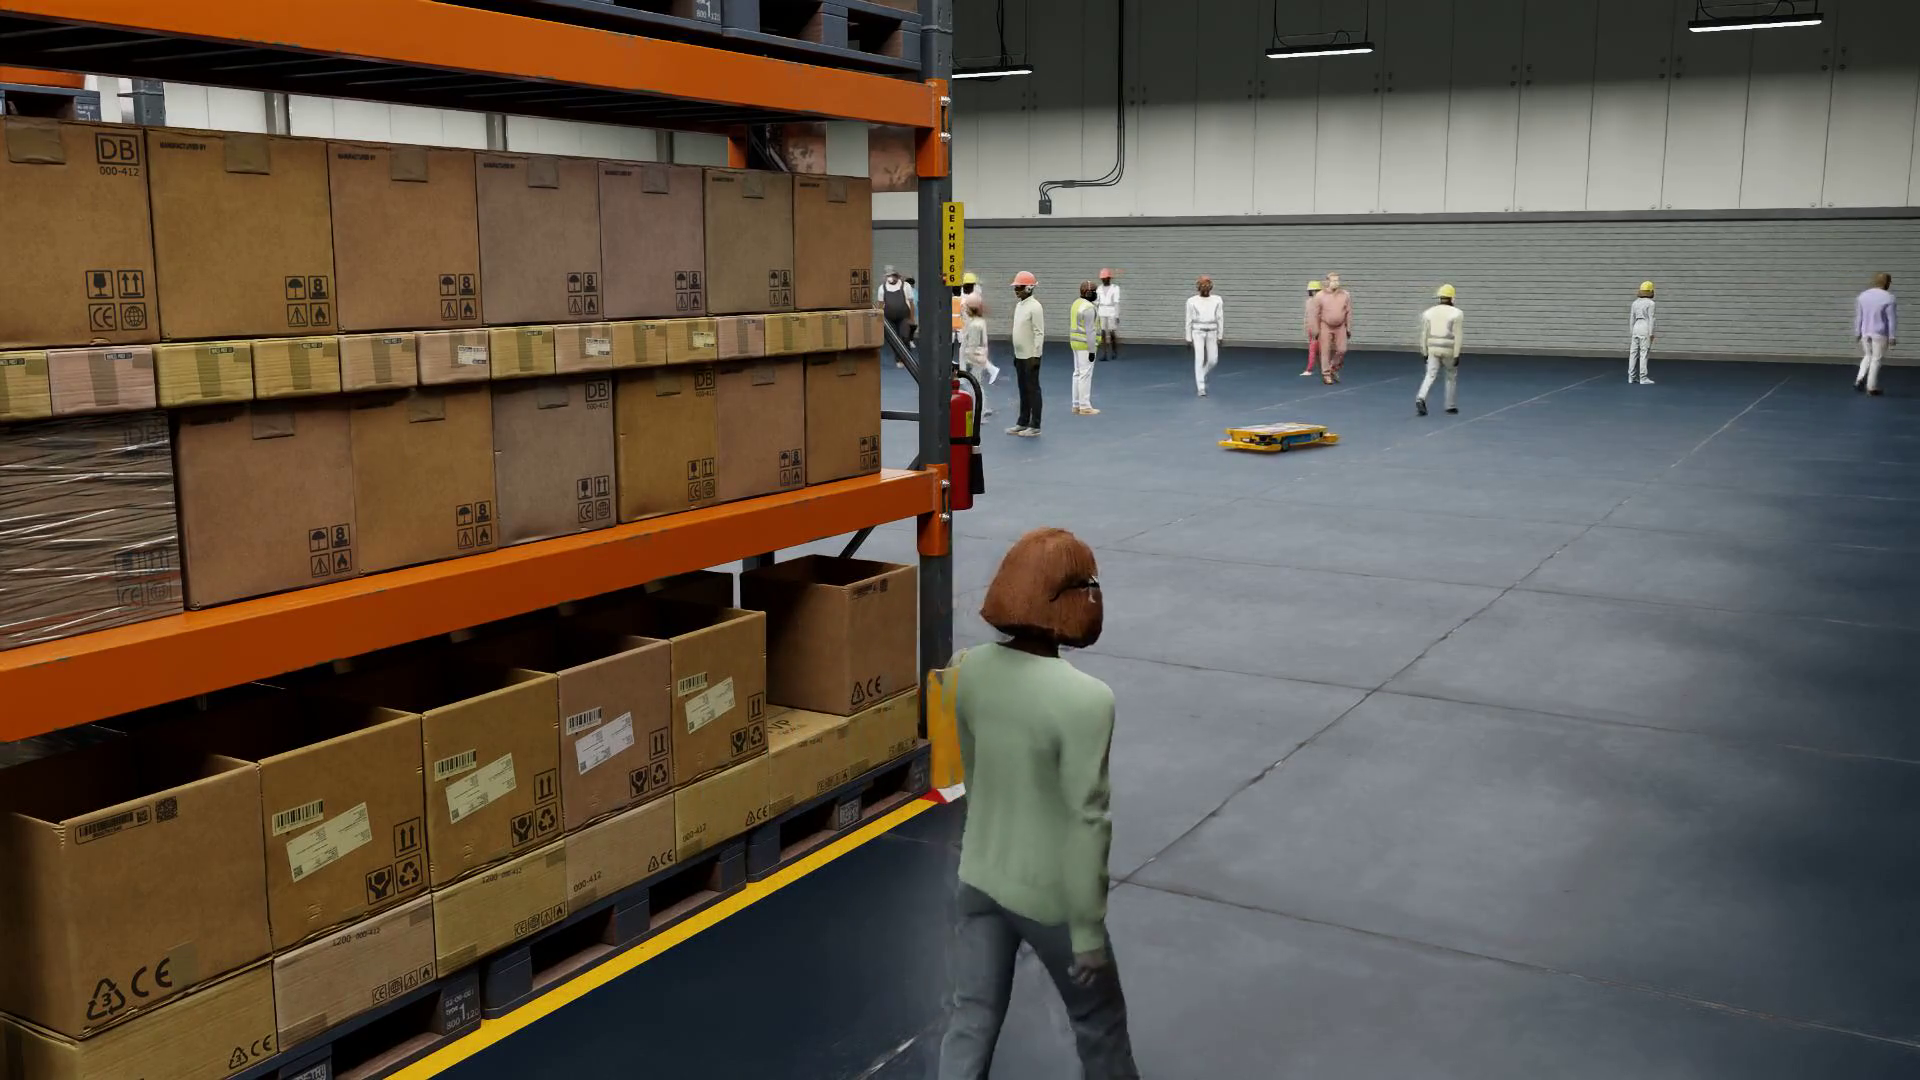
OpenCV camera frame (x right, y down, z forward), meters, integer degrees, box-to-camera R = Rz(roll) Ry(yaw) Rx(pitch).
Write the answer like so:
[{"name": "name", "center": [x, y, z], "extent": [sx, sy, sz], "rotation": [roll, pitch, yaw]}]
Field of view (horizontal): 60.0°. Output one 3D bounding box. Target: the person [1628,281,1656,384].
[{"name": "person", "center": [11.709, -3.551, 28.499], "extent": [0.311, 1.744, 0.486], "rotation": [-4, 11, -24]}]

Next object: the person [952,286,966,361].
[{"name": "person", "center": [-0.062, -3.950, 30.969], "extent": [0.532, 1.697, 0.322], "rotation": [3, 10, 18]}]

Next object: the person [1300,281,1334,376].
[{"name": "person", "center": [6.554, -3.867, 30.392], "extent": [0.811, 1.739, 0.533], "rotation": [-5, 11, -27]}]

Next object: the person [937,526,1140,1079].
[{"name": "person", "center": [0.240, 0.755, 3.683], "extent": [0.801, 1.592, 0.523], "rotation": [-8, 13, -39]}]

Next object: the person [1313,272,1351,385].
[{"name": "person", "center": [6.324, -3.584, 28.236], "extent": [0.669, 1.895, 0.433], "rotation": [-1, 10, -4]}]

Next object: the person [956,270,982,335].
[{"name": "person", "center": [0.175, -4.863, 35.752], "extent": [0.662, 1.886, 0.543], "rotation": [5, 11, 27]}]

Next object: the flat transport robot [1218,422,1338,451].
[{"name": "flat transport robot", "center": [3.633, -1.185, 18.953], "extent": [1.431, 0.197, 0.652], "rotation": [-9, 13, -44]}]

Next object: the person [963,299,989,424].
[{"name": "person", "center": [0.180, -2.298, 21.509], "extent": [0.378, 1.622, 0.536], "rotation": [2, 10, 10]}]

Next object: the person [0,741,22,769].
[{"name": "person", "center": [-3.537, 0.244, 5.963], "extent": [0.577, 1.849, 0.609], "rotation": [5, 11, 25]}]

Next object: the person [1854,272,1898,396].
[{"name": "person", "center": [14.267, -3.193, 25.861], "extent": [0.430, 1.928, 0.660], "rotation": [-4, 10, -22]}]

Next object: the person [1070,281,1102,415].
[{"name": "person", "center": [1.737, -2.639, 22.910], "extent": [0.429, 1.838, 0.629], "rotation": [-2, 10, -14]}]

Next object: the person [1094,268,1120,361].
[{"name": "person", "center": [3.041, -4.664, 34.473], "extent": [0.577, 1.925, 0.443], "rotation": [4, 11, 24]}]

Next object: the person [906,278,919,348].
[{"name": "person", "center": [-1.181, -5.402, 39.539], "extent": [0.527, 1.674, 0.752], "rotation": [-5, 11, -25]}]

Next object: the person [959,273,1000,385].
[{"name": "person", "center": [0.247, -3.552, 28.051], "extent": [0.828, 1.898, 0.594], "rotation": [1, 10, 4]}]

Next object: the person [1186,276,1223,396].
[{"name": "person", "center": [3.813, -3.183, 25.976], "extent": [0.597, 1.866, 0.465], "rotation": [-1, 10, -6]}]

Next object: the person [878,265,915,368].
[{"name": "person", "center": [-1.254, -4.331, 32.195], "extent": [0.708, 2.000, 0.613], "rotation": [1, 10, 7]}]

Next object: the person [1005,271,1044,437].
[{"name": "person", "center": [0.801, -2.249, 20.140], "extent": [0.391, 1.995, 0.613], "rotation": [-4, 10, -22]}]

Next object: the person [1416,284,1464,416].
[{"name": "person", "center": [6.552, -2.589, 22.727], "extent": [0.604, 1.805, 0.843], "rotation": [9, 13, 43]}]
